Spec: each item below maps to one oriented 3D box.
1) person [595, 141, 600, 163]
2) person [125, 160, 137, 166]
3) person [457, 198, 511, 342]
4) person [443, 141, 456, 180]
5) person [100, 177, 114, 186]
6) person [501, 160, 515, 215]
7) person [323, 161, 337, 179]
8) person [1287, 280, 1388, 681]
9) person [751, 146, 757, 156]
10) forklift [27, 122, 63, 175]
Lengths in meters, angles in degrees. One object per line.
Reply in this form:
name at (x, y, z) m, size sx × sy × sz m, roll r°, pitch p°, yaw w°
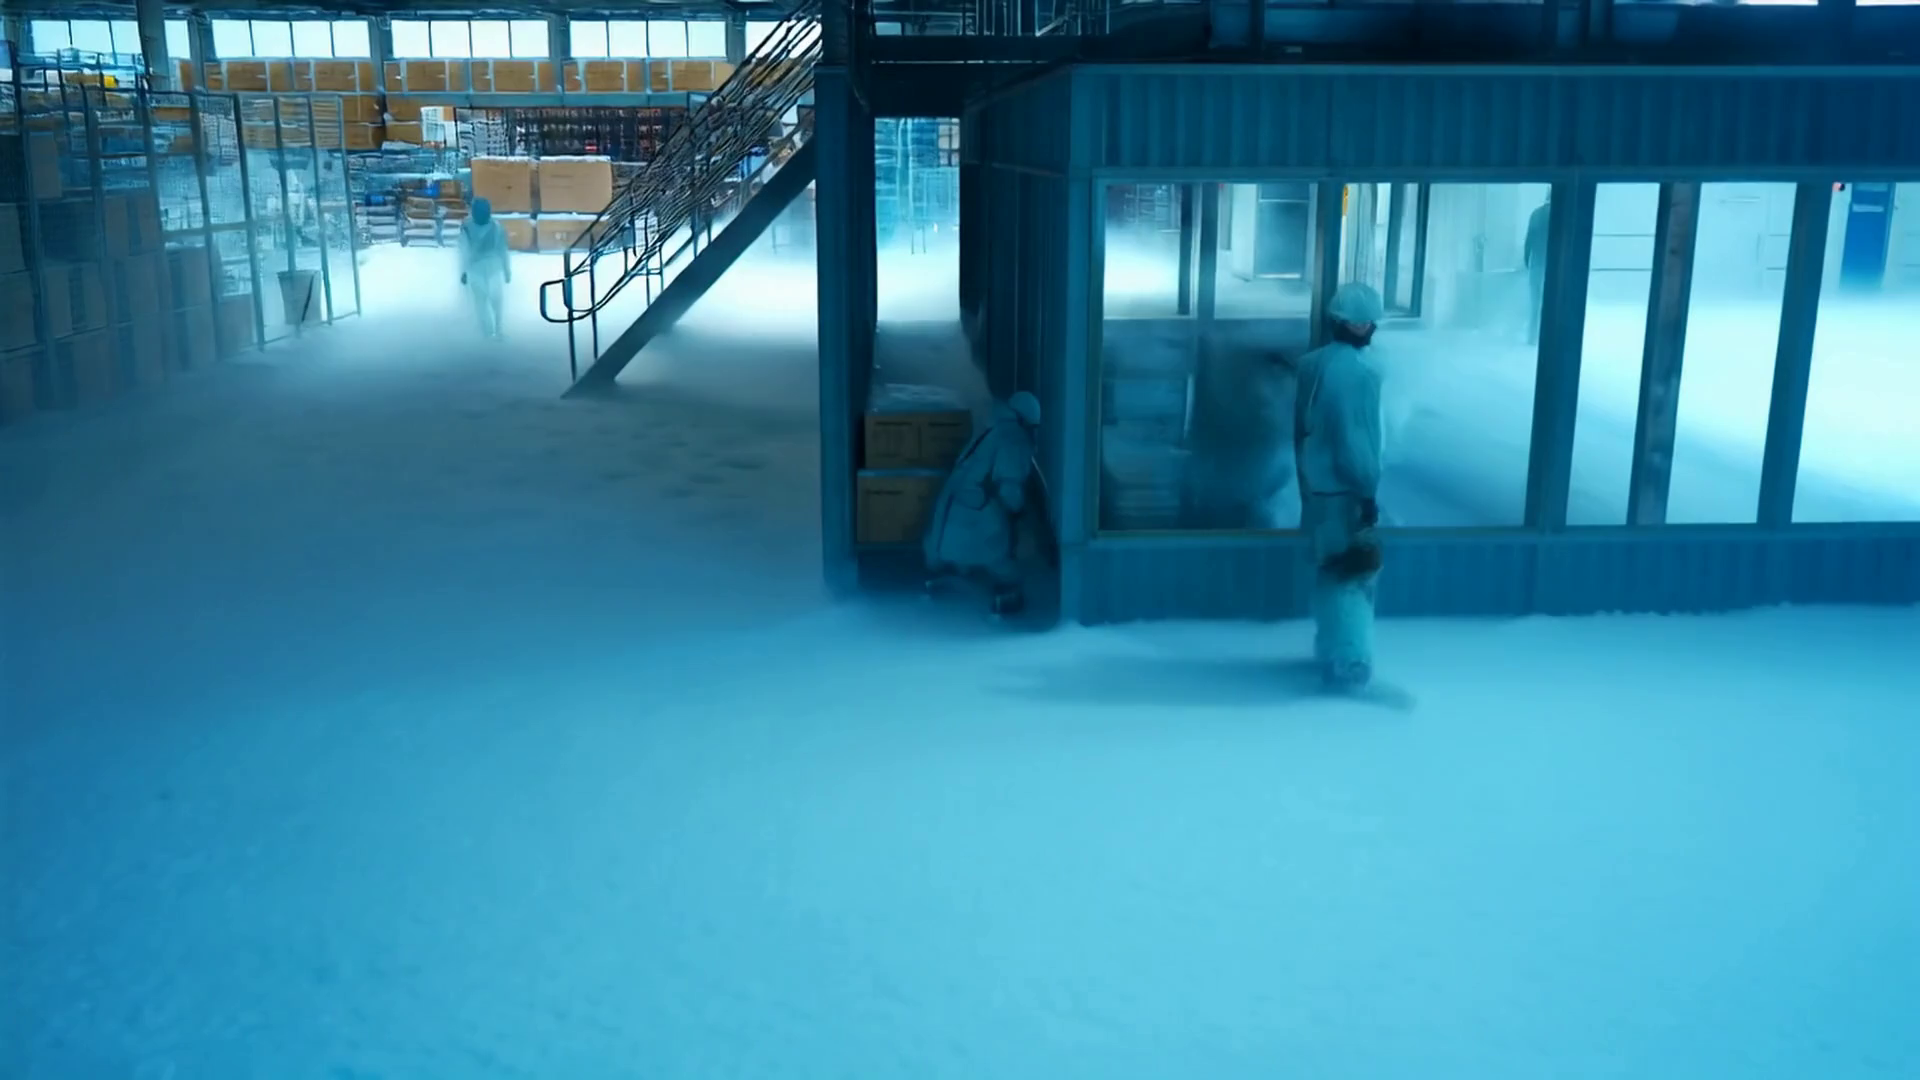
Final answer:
person at (-18.516, -19.575, 85.365) m, size 0.378 × 1.996 × 0.611 m, roll 9°, pitch 17°, yaw 33°
person at (-34.890, -15.567, 70.077) m, size 0.278 × 1.634 × 0.498 m, roll 13°, pitch 19°, yaw 42°
person at (-6.032, -3.414, 21.130) m, size 0.662 × 1.820 × 0.626 m, roll -5°, pitch 15°, yaw -17°
person at (-25.117, -18.654, 81.933) m, size 0.673 × 1.909 × 0.560 m, roll 2°, pitch 14°, yaw 9°
person at (-15.034, -5.538, 29.622) m, size 0.526 × 1.818 × 0.942 m, roll 10°, pitch 17°, yaw 34°
person at (-12.752, -9.772, 46.664) m, size 0.591 × 1.747 × 0.547 m, roll 2°, pitch 14°, yaw 7°
person at (-15.935, -8.712, 42.275) m, size 0.519 × 1.844 × 0.828 m, roll 11°, pitch 18°, yaw 38°
person at (1.895, -0.293, 8.301) m, size 0.395 × 1.992 × 0.622 m, roll -5°, pitch 15°, yaw -21°
person at (-9.242, -16.588, 73.851) m, size 0.924 × 1.781 × 0.592 m, roll -3°, pitch 14°, yaw -12°
forklift at (-35.376, -14.773, 64.377) m, size 1.129 × 2.768 × 1.873 m, roll -1°, pitch 14°, yaw -2°
